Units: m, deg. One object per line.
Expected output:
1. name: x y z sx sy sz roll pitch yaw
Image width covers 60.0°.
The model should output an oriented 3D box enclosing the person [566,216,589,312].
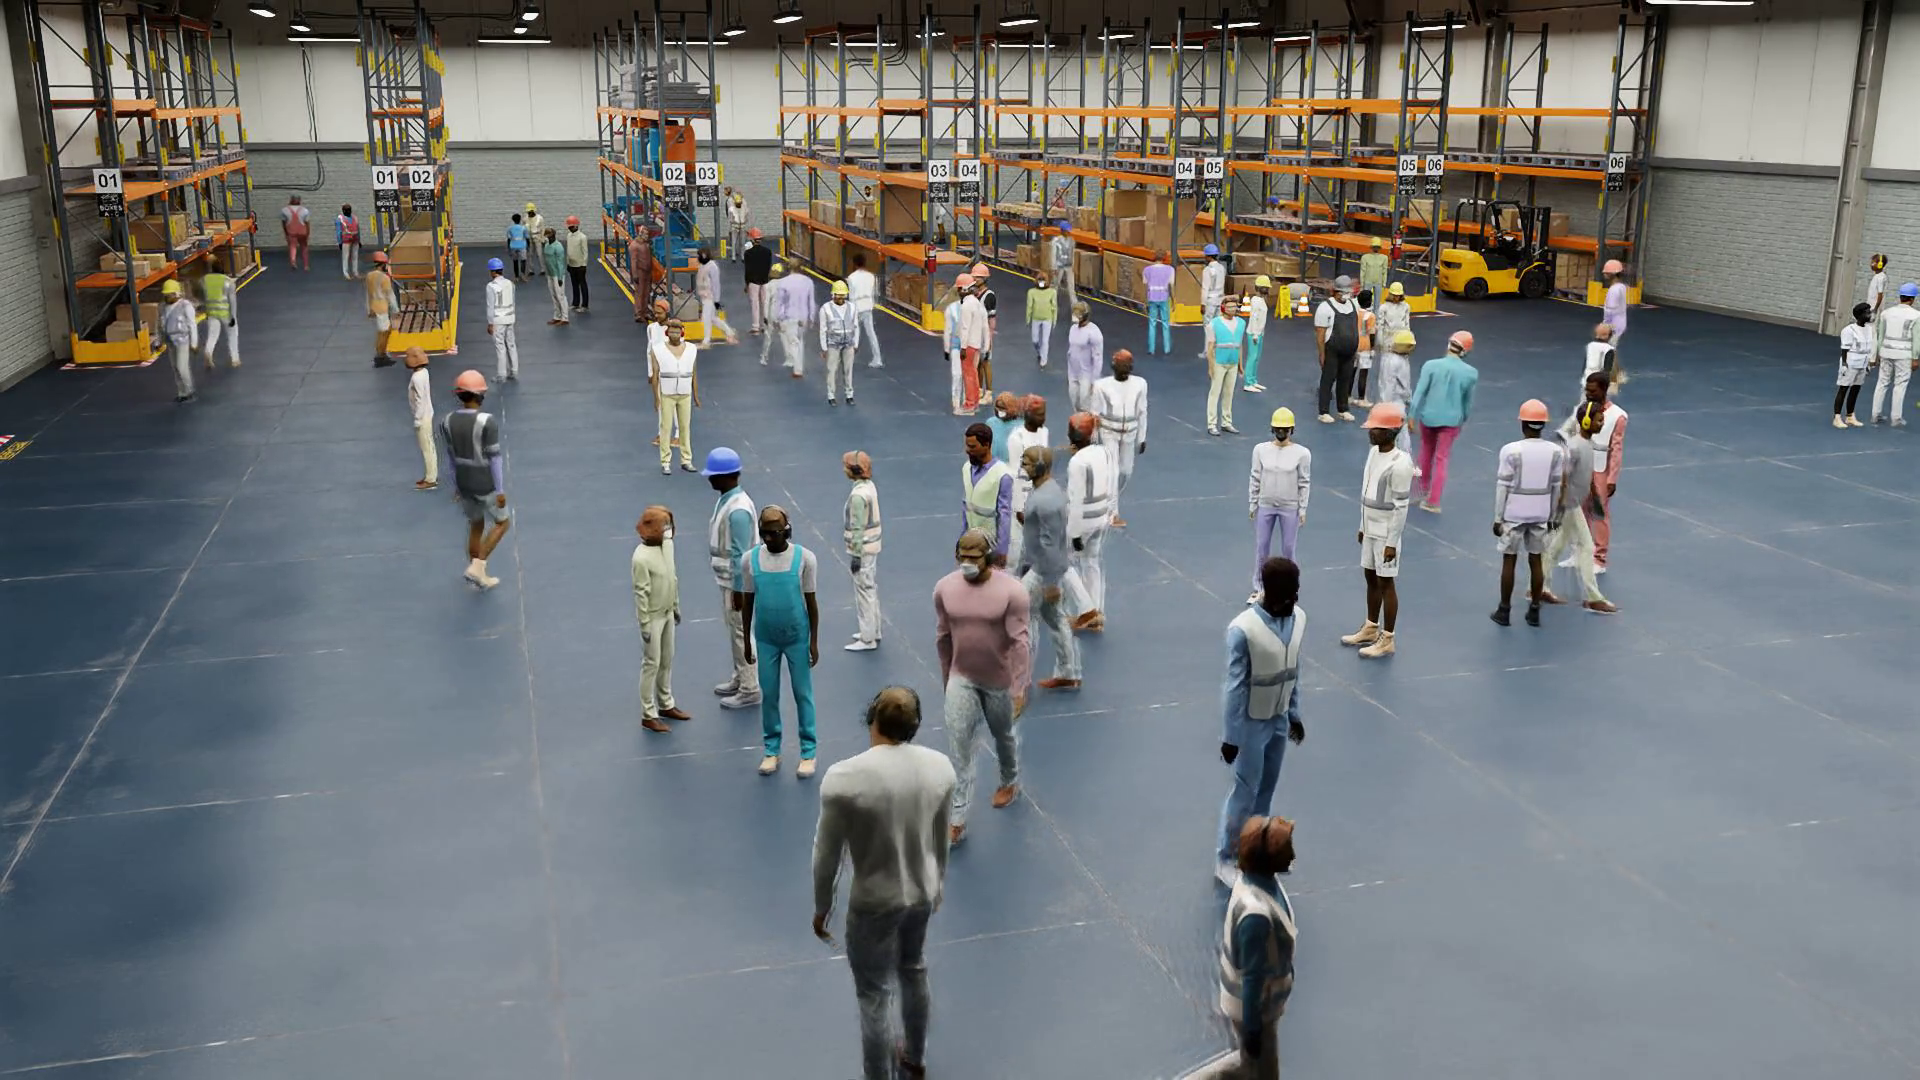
1. person: -7.995 -5.743 34.656 0.611 1.985 0.393 12 19 38

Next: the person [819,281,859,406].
1. person: -1.735 -2.836 24.040 0.585 1.824 0.407 -6 16 -22

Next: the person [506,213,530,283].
1. person: -10.665 -7.046 40.165 0.544 1.666 0.654 -3 15 -10

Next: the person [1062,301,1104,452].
1. person: 1.534 -2.015 20.716 0.355 1.936 0.635 -8 17 -28

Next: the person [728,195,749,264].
1. person: -5.961 -8.370 44.829 0.588 1.835 0.403 -5 16 -19

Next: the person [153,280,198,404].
1. person: -11.423 -2.878 24.203 0.636 1.817 0.469 5 16 19

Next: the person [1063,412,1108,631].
1. person: 1.018 -0.142 13.811 0.413 1.868 0.584 10 18 32

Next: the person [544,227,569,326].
1. person: -7.924 -5.155 32.560 0.380 1.930 0.625 -12 19 -38

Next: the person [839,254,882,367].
1. person: -1.640 -3.825 27.677 0.612 1.869 1.020 -14 20 -42

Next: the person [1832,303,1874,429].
1. person: 12.078 -2.353 22.443 0.538 1.700 0.317 -6 16 -23

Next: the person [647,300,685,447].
1. person: -3.756 -2.133 21.285 0.581 1.879 0.345 8 17 27

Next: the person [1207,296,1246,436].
1. person: 3.510 -2.317 22.026 0.565 1.847 0.396 -8 17 -27

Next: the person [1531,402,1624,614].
1. person: 5.441 -0.285 14.407 0.895 1.832 0.505 8 17 28

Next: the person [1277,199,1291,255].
1. person: 8.582 -8.198 44.337 0.541 1.744 0.449 -4 15 -16

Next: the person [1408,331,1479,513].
1. person: 5.241 -1.305 18.070 0.676 1.926 0.849 5 16 17

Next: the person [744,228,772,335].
1. person: -3.804 -4.860 31.308 0.611 1.997 0.375 -14 20 -42

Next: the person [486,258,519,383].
1. person: -7.202 -3.443 26.101 0.411 1.940 0.602 6 16 22

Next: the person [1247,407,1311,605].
1. person: 2.779 -0.285 14.530 0.527 1.772 0.306 5 16 20

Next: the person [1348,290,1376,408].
1. person: 5.781 -2.755 23.965 0.317 1.695 0.540 -9 17 -30

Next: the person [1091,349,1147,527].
1. person: 1.642 -1.110 17.474 0.586 1.861 0.757 -3 15 -11

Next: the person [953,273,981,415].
1. person: 0.104 -2.754 23.424 0.412 1.982 0.623 3 15 12

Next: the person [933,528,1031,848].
1. person: 0.137 0.838 10.089 0.643 1.897 1.013 5 16 17

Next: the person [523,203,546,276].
1. person: -10.675 -7.515 41.645 0.607 1.819 0.403 3 15 13

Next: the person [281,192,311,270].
1. person: -17.075 -7.949 42.850 0.690 2.000 0.714 -4 15 -15

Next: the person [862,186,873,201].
1. person: -2.696 -9.545 49.218 0.512 1.858 0.332 9 17 31

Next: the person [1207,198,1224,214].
1. person: 7.890 -10.047 51.400 0.540 1.695 0.317 5 16 17

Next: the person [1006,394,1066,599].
1. person: 0.661 -0.351 14.602 0.732 1.854 0.609 10 18 34

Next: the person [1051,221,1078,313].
1. person: 2.178 -5.599 34.278 0.615 1.891 1.021 -8 17 -27

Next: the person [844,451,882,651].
1. person: -0.781 0.085 13.398 0.313 1.636 0.521 1 15 4

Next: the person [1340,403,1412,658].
1. person: 3.324 -0.077 13.221 0.379 2.044 0.607 -3 15 -11

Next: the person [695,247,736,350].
1. person: -4.380 -4.313 29.610 0.761 1.813 0.646 -7 16 -25

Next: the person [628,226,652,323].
1. person: -6.315 -5.285 33.116 0.401 1.893 0.656 5 16 18

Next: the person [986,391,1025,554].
1. person: 0.446 -0.636 16.112 0.498 1.633 0.280 8 17 27

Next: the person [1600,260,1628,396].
1. person: 9.765 -3.174 24.921 0.488 2.027 0.601 8 17 27

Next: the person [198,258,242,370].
1. person: -12.187 -3.709 27.340 0.625 1.816 0.839 0 15 0

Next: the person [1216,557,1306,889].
1. person: 1.689 1.013 9.408 0.657 1.905 0.391 -13 20 -41
